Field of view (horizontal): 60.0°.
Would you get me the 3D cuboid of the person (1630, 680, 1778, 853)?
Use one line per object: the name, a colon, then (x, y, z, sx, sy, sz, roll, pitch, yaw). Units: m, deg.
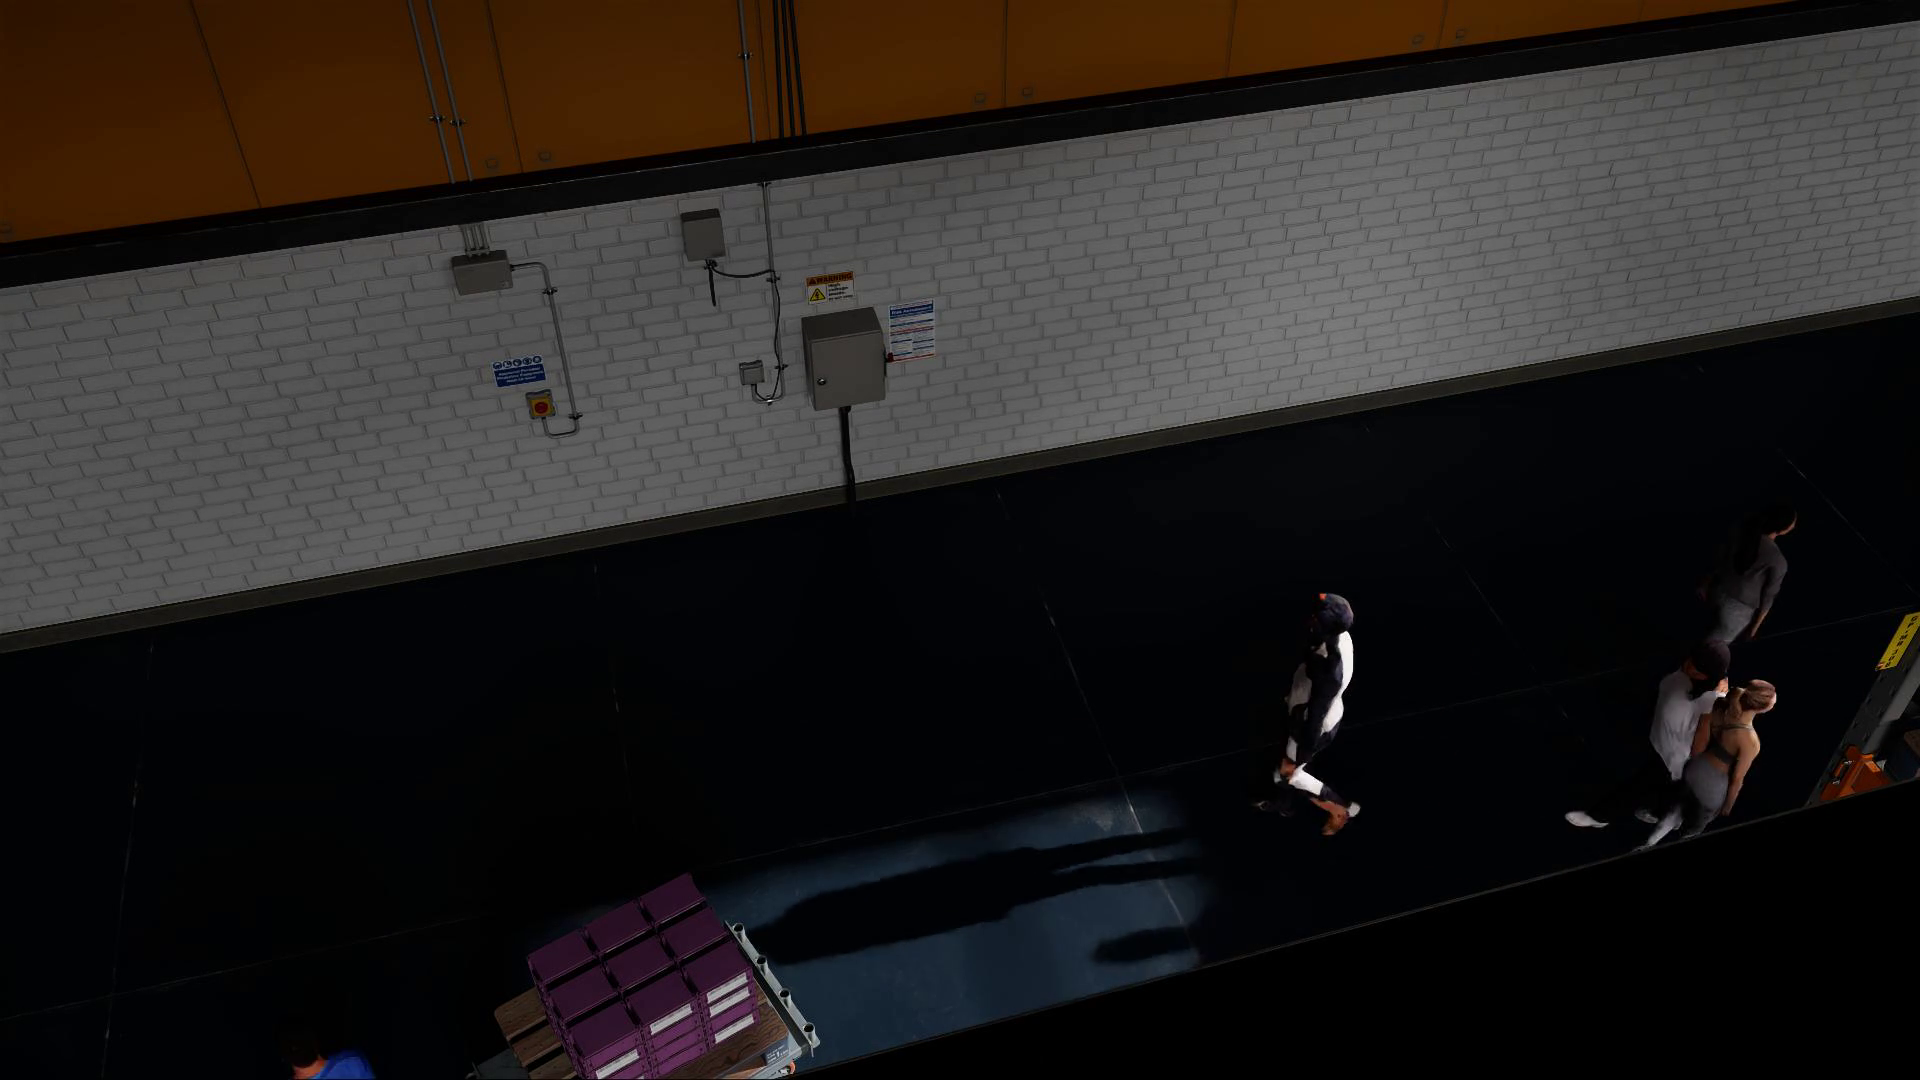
person: (4.158, 1.373, 9.420, 0.632, 1.690, 0.649, -9, 44, -10)

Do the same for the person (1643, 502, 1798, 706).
person: (4.772, 0.442, 10.431, 0.787, 1.644, 1.069, -16, 46, -16)

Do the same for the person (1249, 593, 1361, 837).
person: (2.110, 1.061, 9.611, 0.969, 1.879, 0.957, 9, 44, 9)

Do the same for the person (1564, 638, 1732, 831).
person: (4.228, 1.180, 9.642, 1.006, 1.665, 1.002, 12, 45, 13)

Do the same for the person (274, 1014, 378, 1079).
person: (-2.832, 2.847, 7.759, 0.899, 1.846, 1.188, -27, 50, -26)
